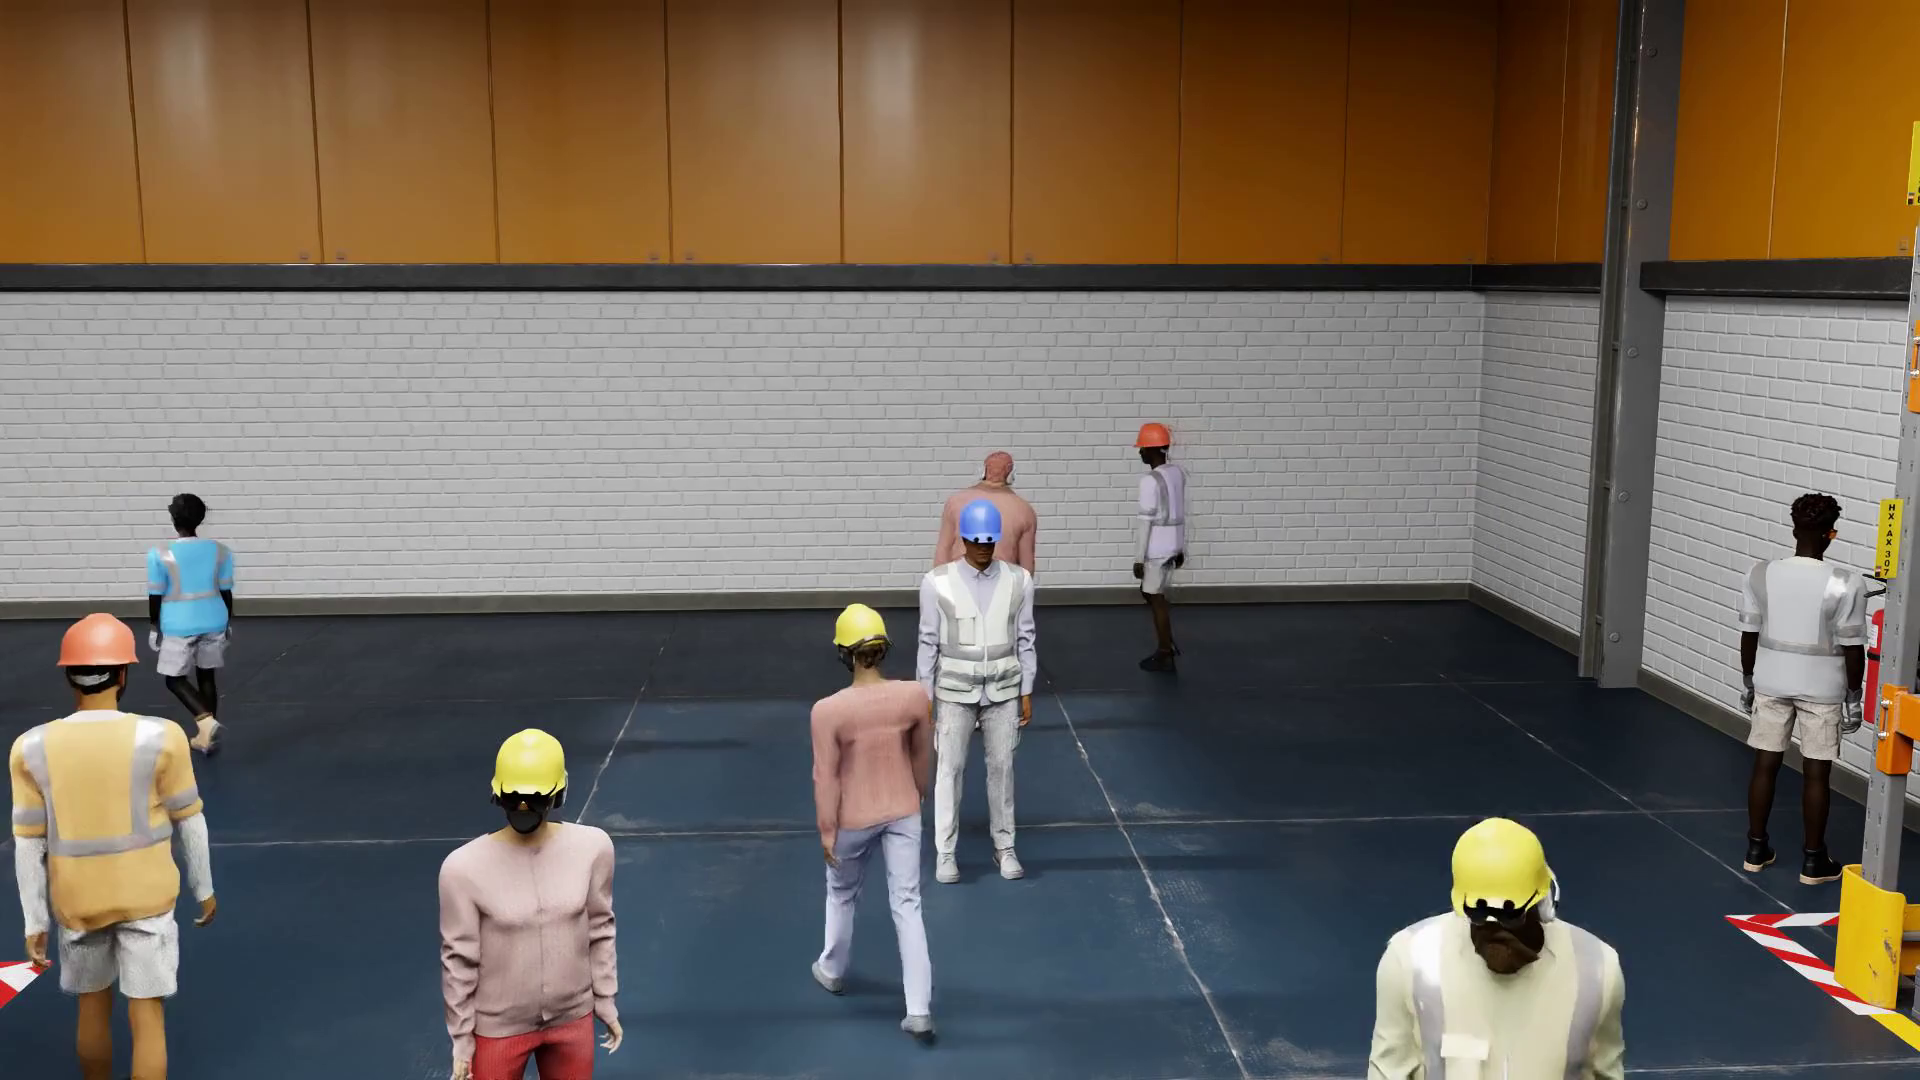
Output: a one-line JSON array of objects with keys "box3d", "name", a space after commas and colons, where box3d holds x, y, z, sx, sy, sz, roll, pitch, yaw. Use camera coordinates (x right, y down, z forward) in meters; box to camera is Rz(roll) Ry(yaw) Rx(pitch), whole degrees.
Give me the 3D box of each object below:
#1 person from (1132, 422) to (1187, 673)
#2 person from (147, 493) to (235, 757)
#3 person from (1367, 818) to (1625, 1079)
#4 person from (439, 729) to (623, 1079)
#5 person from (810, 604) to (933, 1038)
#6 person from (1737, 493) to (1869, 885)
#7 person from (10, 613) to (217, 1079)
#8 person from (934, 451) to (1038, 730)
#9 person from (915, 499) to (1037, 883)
[{"box3d": [1.495, 0.064, 12.690, 0.457, 1.919, 0.587, 6, 11, 34], "name": "person"}, {"box3d": [-4.750, 0.549, 10.379, 0.597, 1.680, 0.537, 8, 12, 40], "name": "person"}, {"box3d": [1.314, 1.506, 4.081, 0.624, 1.772, 0.953, 2, 9, 14], "name": "person"}, {"box3d": [-1.223, 1.397, 4.814, 0.526, 1.765, 0.329, -6, 11, -34], "name": "person"}, {"box3d": [-0.355, 1.109, 6.751, 0.531, 1.725, 0.873, -3, 10, -19], "name": "person"}, {"box3d": [4.212, 0.735, 8.333, 0.367, 1.966, 0.607, -9, 12, -43], "name": "person"}, {"box3d": [-2.851, 1.196, 5.659, 0.562, 1.926, 0.608, -2, 9, -10], "name": "person"}, {"box3d": [0.171, 0.342, 11.116, 0.701, 1.867, 0.451, 1, 9, 9], "name": "person"}, {"box3d": [0.086, 0.752, 8.315, 0.611, 1.938, 0.411, -2, 9, -12], "name": "person"}]
